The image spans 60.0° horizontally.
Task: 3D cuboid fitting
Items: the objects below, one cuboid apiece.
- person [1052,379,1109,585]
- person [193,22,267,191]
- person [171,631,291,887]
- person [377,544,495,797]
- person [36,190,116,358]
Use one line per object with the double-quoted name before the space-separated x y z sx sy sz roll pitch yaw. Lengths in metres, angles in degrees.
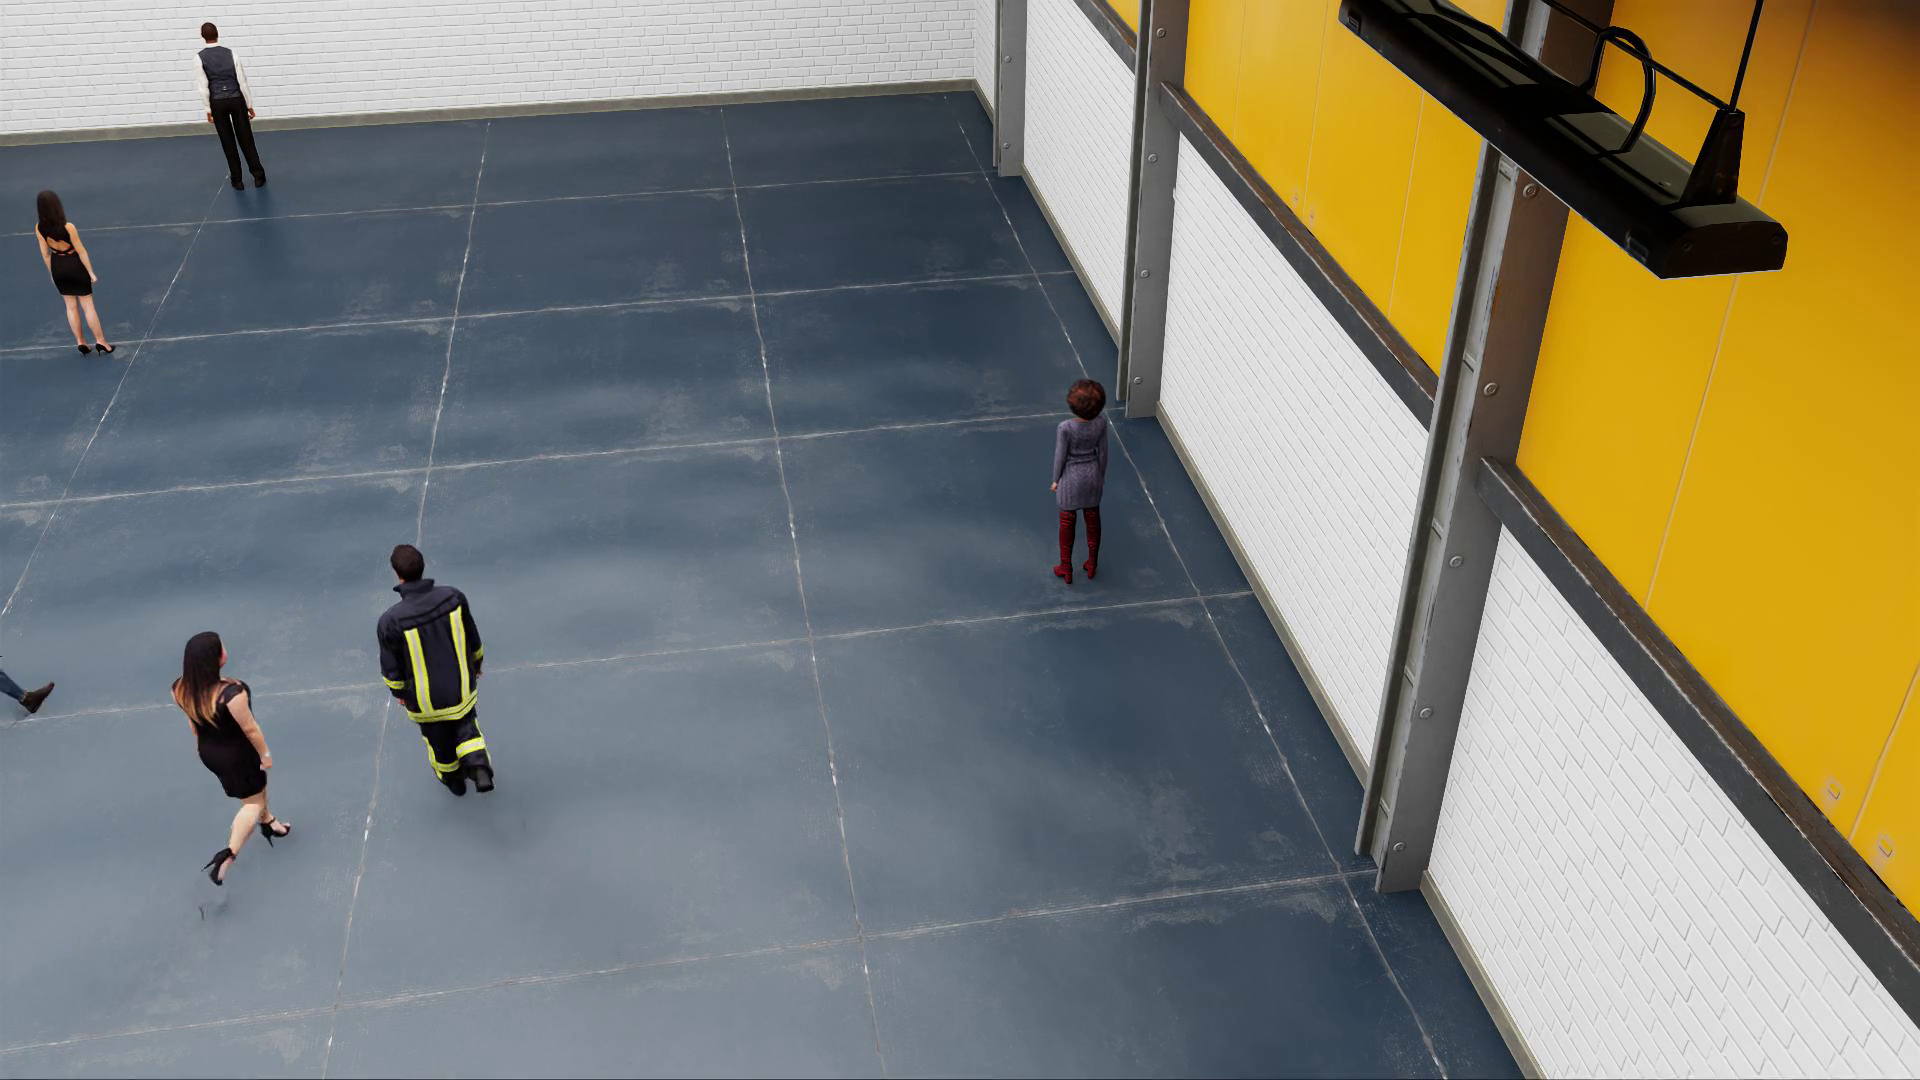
"person" 0.910 -0.443 12.551 0.601 1.712 0.556 -9 35 -14
"person" -8.480 -5.025 19.258 0.757 1.917 0.679 -15 36 -21
"person" -4.374 1.326 9.905 0.937 1.693 1.091 11 35 16
"person" -3.222 0.890 10.361 1.014 1.915 1.081 -24 41 -32
"person" -8.404 -2.505 15.711 0.612 1.648 0.544 0 34 1
